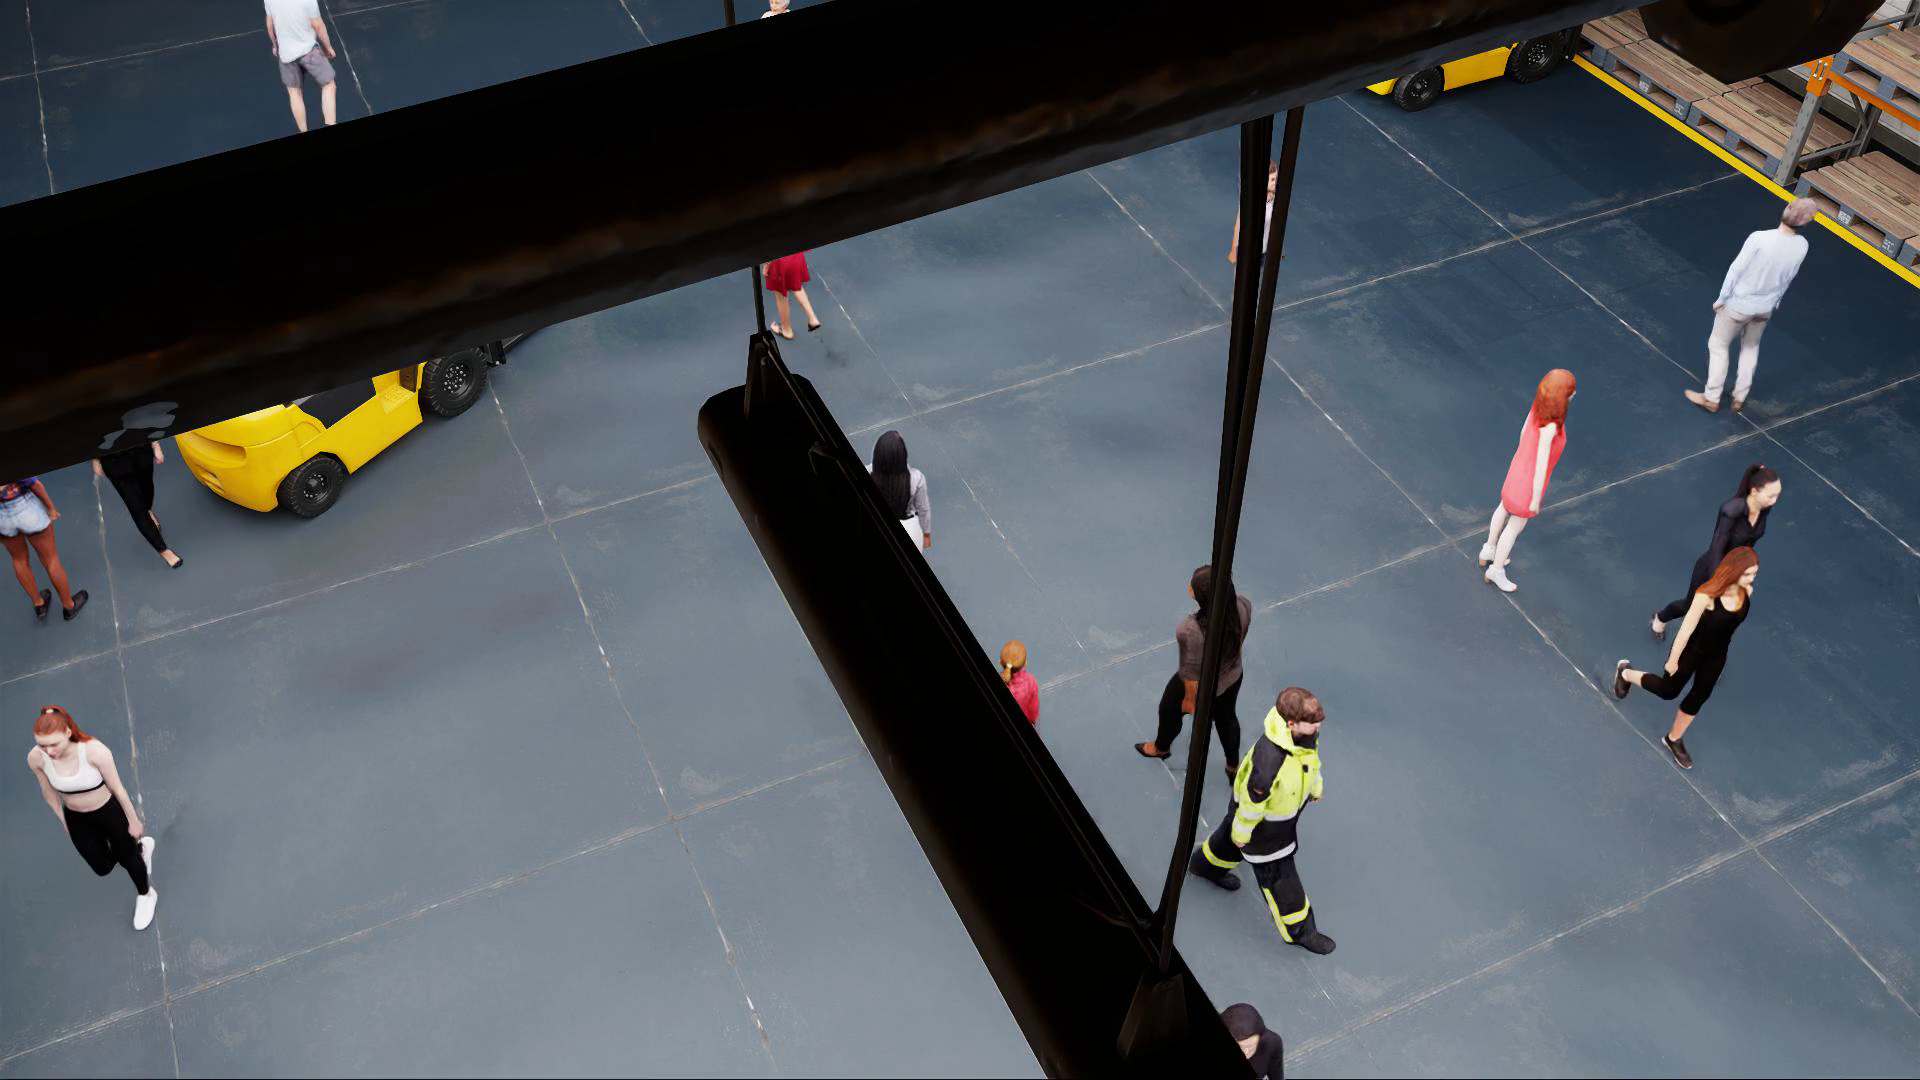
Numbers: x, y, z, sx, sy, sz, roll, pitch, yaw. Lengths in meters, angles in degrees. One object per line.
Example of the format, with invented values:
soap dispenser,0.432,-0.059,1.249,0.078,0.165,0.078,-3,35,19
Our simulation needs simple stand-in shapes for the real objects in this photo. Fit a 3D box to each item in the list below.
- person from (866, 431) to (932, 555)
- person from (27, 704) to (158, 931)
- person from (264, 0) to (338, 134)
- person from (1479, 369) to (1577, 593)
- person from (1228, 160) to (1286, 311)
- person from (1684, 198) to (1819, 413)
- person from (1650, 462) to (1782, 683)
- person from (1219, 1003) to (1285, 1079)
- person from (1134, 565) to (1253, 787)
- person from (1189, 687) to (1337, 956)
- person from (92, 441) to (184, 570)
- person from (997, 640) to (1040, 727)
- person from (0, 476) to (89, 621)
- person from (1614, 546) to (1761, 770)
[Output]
person,-0.420,-0.052,11.012,0.674,1.725,0.705,8,44,8
person,-4.830,1.488,9.388,0.721,1.736,0.822,-4,44,-5
person,-6.216,-4.564,15.696,0.846,1.796,0.775,-12,45,-13
person,3.861,-0.424,11.329,0.735,1.826,0.625,4,44,4
person,2.371,-2.419,13.584,0.617,1.604,0.782,-22,48,-21
person,6.024,-1.792,12.737,0.767,1.866,0.698,-14,45,-14
person,4.886,0.169,10.805,0.626,1.690,0.858,-15,46,-15
person,1.289,2.673,8.141,0.864,1.740,1.223,-5,44,-6
person,1.547,0.896,9.954,0.835,1.812,0.930,-23,48,-22
person,1.641,1.454,9.280,1.369,1.933,1.199,23,48,23
person,-5.866,-0.613,11.681,0.842,1.615,1.138,-32,52,-29
person,0.291,1.165,10.038,0.594,1.306,0.604,-3,44,-3
person,-6.281,-0.134,11.087,0.659,1.740,0.634,-4,44,-5
person,4.524,0.632,10.304,0.672,1.712,0.997,-11,45,-12
